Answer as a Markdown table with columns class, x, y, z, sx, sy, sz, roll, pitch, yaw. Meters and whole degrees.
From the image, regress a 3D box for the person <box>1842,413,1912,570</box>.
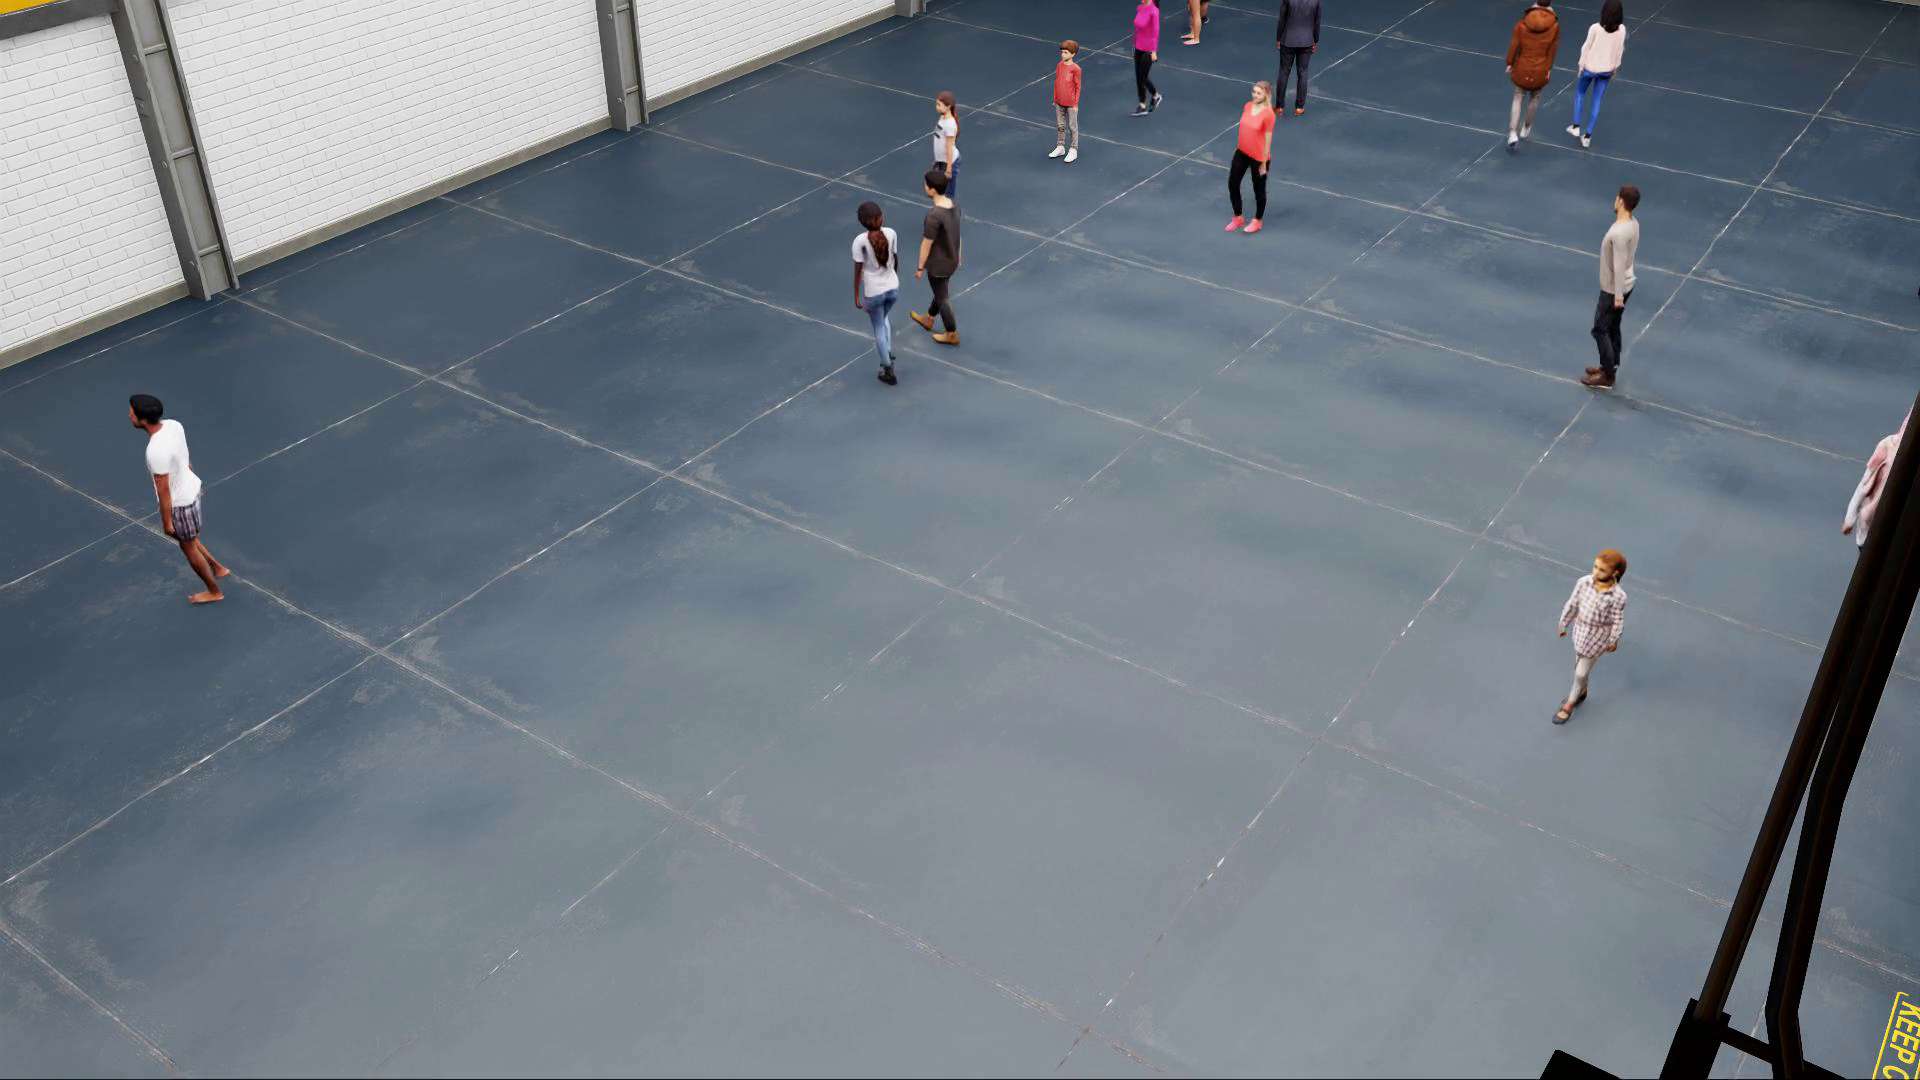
| class | x | y | z | sx | sy | sz | roll | pitch | yaw |
| --- | --- | --- | --- | --- | --- | --- | --- | --- | --- |
| person | 6.593 | -0.161 | 11.809 | 0.645 | 1.780 | 0.915 | 22 | 39 | 29 |

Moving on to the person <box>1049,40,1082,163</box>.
| class | x | y | z | sx | sy | sz | roll | pitch | yaw |
| --- | --- | --- | --- | --- | --- | --- | --- | --- | --- |
| person | 1.278 | -5.231 | 19.766 | 0.531 | 1.416 | 0.507 | 25 | 41 | 32 |

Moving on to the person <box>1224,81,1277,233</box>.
| class | x | y | z | sx | sy | sz | roll | pitch | yaw |
| --- | --- | --- | --- | --- | --- | --- | --- | --- | --- |
| person | 3.213 | -4.114 | 17.849 | 0.767 | 1.678 | 0.705 | -25 | 41 | -32 |

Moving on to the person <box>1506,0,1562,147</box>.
| class | x | y | z | sx | sy | sz | roll | pitch | yaw |
| --- | --- | --- | --- | --- | --- | --- | --- | --- | --- |
| person | 6.855 | -5.617 | 19.994 | 0.926 | 1.807 | 1.176 | 9 | 35 | 14 |

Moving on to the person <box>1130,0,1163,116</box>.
| class | x | y | z | sx | sy | sz | roll | pitch | yaw |
| --- | --- | --- | --- | --- | --- | --- | --- | --- | --- |
| person | 2.409 | -6.173 | 20.938 | 0.782 | 1.689 | 0.722 | -17 | 37 | -24 |

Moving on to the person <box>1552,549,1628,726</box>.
| class | x | y | z | sx | sy | sz | roll | pitch | yaw |
| --- | --- | --- | --- | --- | --- | --- | --- | --- | --- |
| person | 4.265 | 0.589 | 11.121 | 0.783 | 1.295 | 0.663 | -22 | 40 | -30 |

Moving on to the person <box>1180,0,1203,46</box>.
| class | x | y | z | sx | sy | sz | roll | pitch | yaw |
| --- | --- | --- | --- | --- | --- | --- | --- | --- | --- |
| person | 3.336 | -7.861 | 23.545 | 0.695 | 1.613 | 0.603 | -1 | 34 | -1 |

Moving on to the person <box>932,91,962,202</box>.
| class | x | y | z | sx | sy | sz | roll | pitch | yaw |
| --- | --- | --- | --- | --- | --- | --- | --- | --- | --- |
| person | -0.131 | -4.065 | 17.881 | 0.684 | 1.561 | 0.633 | -8 | 34 | -11 |

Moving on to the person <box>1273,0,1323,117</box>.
| class | x | y | z | sx | sy | sz | roll | pitch | yaw |
| --- | --- | --- | --- | --- | --- | --- | --- | --- | --- |
| person | 4.255 | -6.277 | 20.978 | 0.778 | 1.818 | 0.766 | 4 | 34 | 6 |

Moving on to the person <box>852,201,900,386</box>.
| class | x | y | z | sx | sy | sz | roll | pitch | yaw |
| --- | --- | --- | --- | --- | --- | --- | --- | --- | --- |
| person | -0.668 | -2.186 | 14.928 | 0.717 | 1.702 | 0.783 | -18 | 37 | -24 |

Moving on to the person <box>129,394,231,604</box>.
| class | x | y | z | sx | sy | sz | roll | pitch | yaw |
| --- | --- | --- | --- | --- | --- | --- | --- | --- | --- |
| person | -5.578 | -0.297 | 12.069 | 0.845 | 1.720 | 0.778 | -4 | 34 | -6 |

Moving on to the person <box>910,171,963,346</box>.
| class | x | y | z | sx | sy | sz | roll | pitch | yaw |
| --- | --- | --- | --- | --- | --- | --- | --- | --- | --- |
| person | -0.117 | -2.616 | 15.582 | 0.730 | 1.693 | 0.814 | 20 | 38 | 27 |

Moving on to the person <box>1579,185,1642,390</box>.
| class | x | y | z | sx | sy | sz | roll | pitch | yaw |
| --- | --- | --- | --- | --- | --- | --- | --- | --- | --- |
| person | 5.909 | -2.213 | 14.862 | 0.782 | 1.819 | 0.570 | 10 | 35 | 15 |

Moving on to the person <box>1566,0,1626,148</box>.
| class | x | y | z | sx | sy | sz | roll | pitch | yaw |
| --- | --- | --- | --- | --- | --- | --- | --- | --- | --- |
| person | 7.687 | -5.601 | 20.022 | 0.852 | 1.750 | 0.916 | 4 | 34 | 6 |
